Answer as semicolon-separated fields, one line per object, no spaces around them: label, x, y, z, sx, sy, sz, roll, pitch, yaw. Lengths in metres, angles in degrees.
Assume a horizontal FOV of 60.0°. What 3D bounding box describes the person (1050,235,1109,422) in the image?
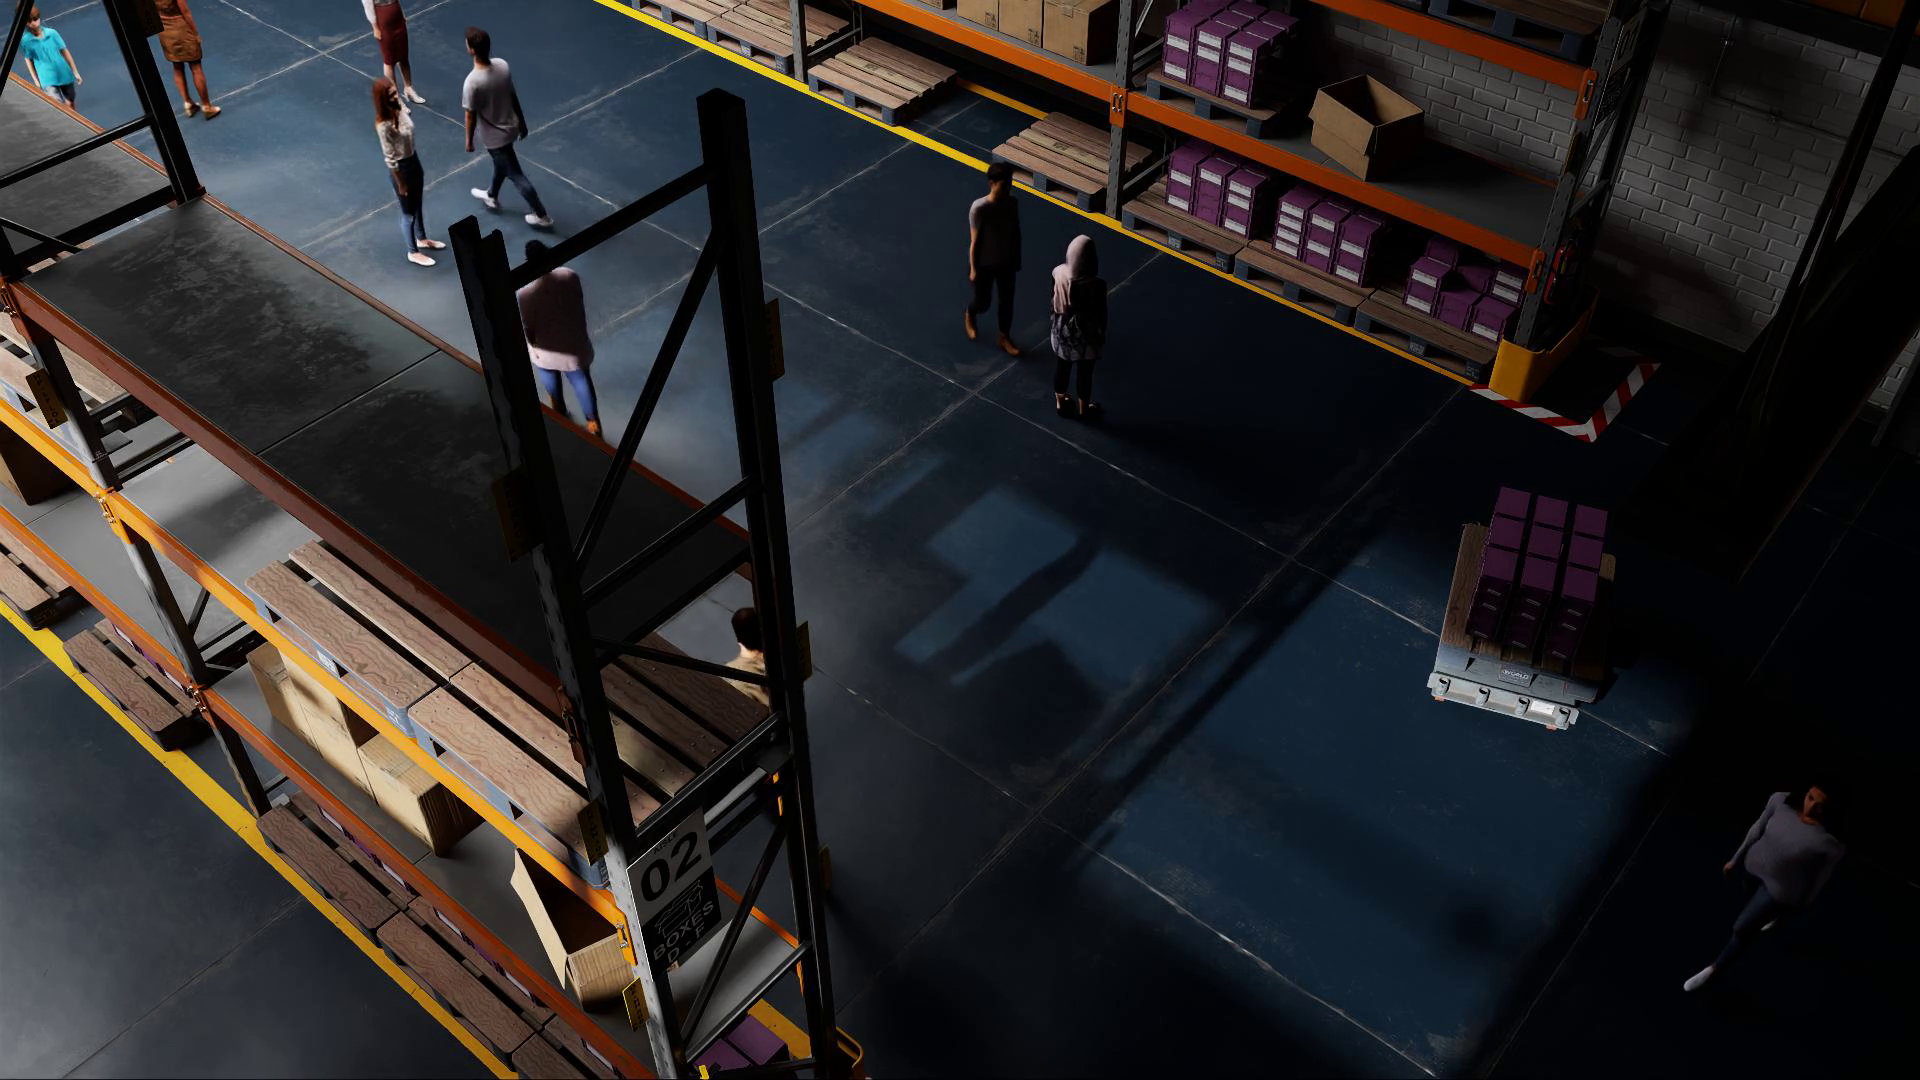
person;0.901;-1.618;12.782;0.623;1.630;0.740;20;47;20

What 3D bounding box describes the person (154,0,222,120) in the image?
person;-7.626;-4.923;16.210;0.584;1.686;0.694;10;44;10

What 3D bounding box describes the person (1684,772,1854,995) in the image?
person;4.531;1.810;9.129;0.980;1.704;1.141;-18;46;-18

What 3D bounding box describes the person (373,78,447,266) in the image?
person;-4.809;-3.207;14.380;0.657;1.725;0.653;6;44;6

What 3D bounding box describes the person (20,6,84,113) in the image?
person;-8.692;-4.466;15.928;0.936;1.413;0.561;34;53;30

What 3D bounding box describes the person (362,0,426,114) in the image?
person;-5.597;-5.050;16.297;0.589;1.751;0.641;19;47;19

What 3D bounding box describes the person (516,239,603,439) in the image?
person;-3.013;-1.501;12.599;0.943;1.713;1.200;-20;47;-20

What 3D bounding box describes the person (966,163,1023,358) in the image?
person;0.245;-2.288;13.428;0.797;1.709;0.917;-21;48;-21

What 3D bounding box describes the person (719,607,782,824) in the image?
person;-1.121;1.147;9.738;0.843;1.825;1.209;-28;50;-26

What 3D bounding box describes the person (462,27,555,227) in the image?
person;-4.000;-3.584;14.691;1.251;1.843;0.865;19;47;19
